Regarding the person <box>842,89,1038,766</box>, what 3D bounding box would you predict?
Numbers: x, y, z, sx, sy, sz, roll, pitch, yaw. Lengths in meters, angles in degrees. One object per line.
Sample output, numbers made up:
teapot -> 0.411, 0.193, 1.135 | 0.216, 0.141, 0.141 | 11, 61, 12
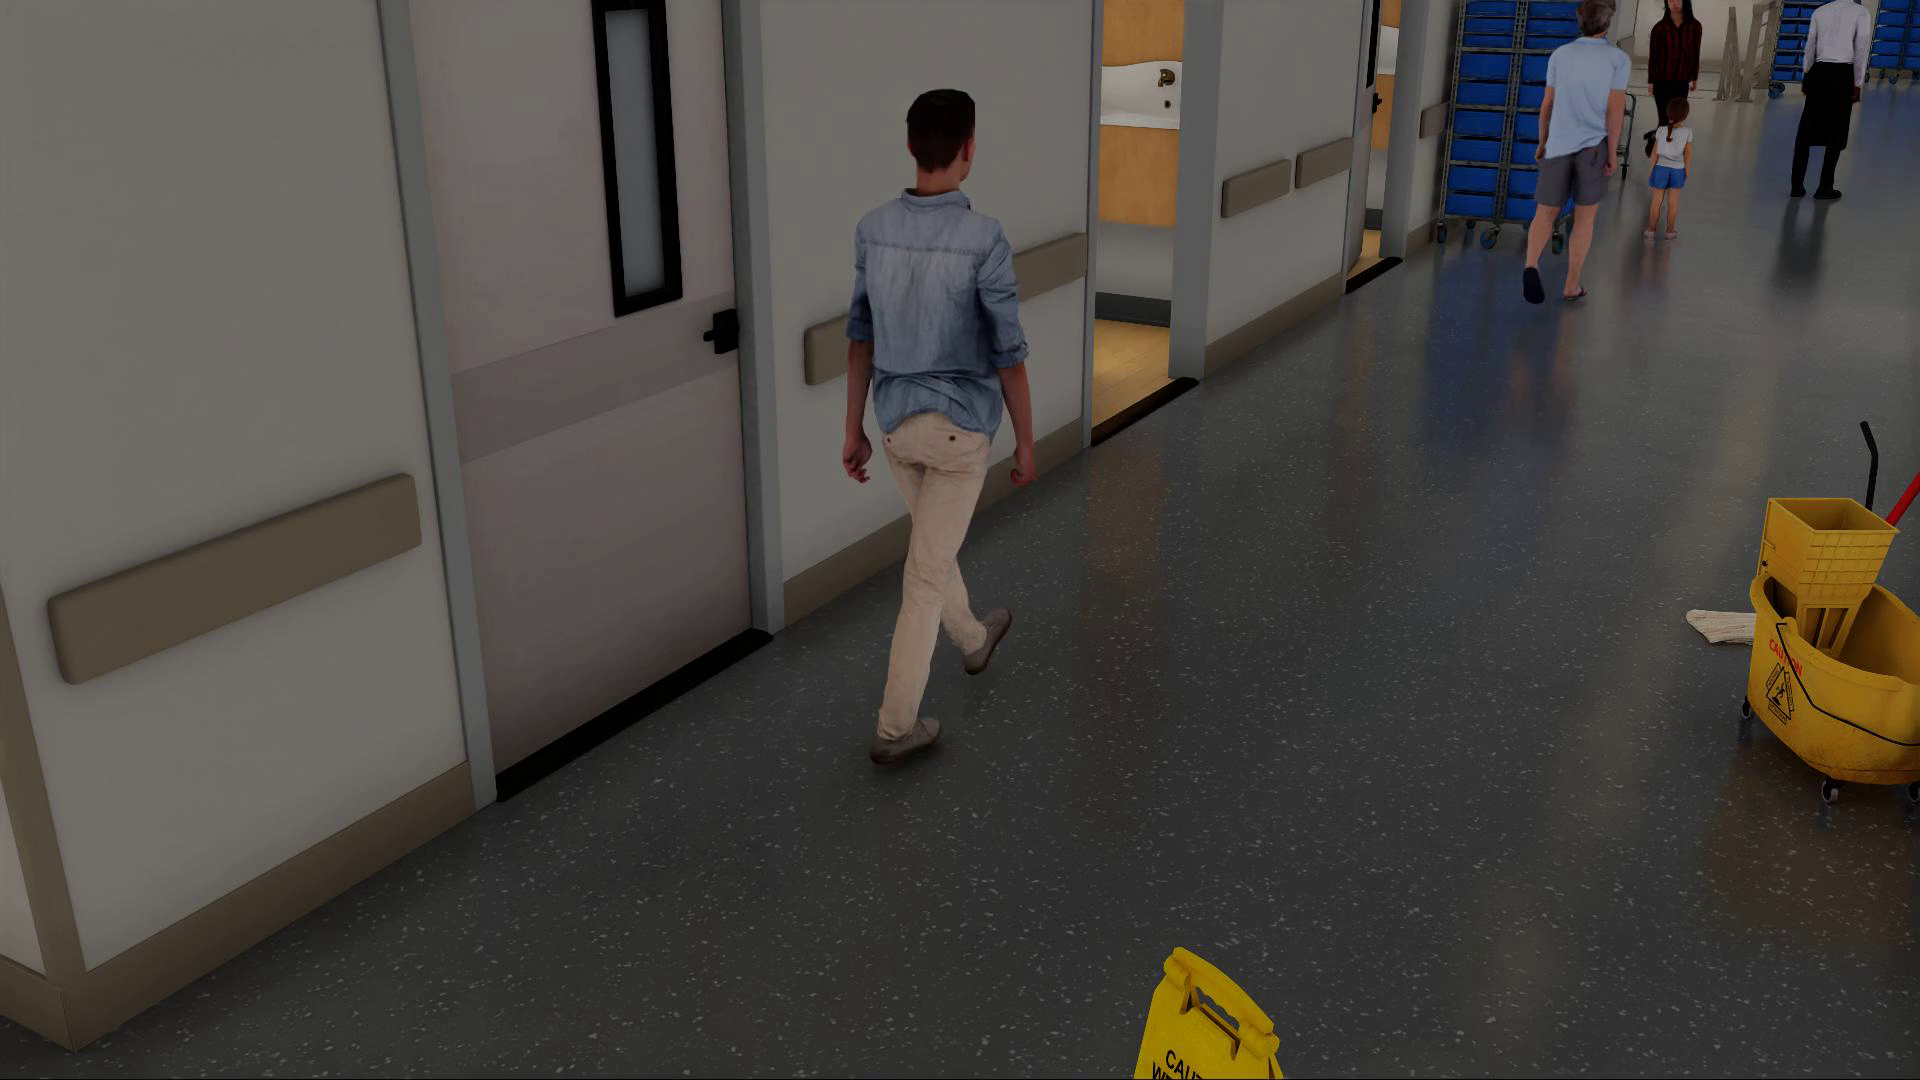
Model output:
person -> -0.125, -0.255, 4.516 | 0.712, 1.817, 1.105 | 13, 24, 31

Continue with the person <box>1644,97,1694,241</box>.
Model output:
person -> 5.173, -2.714, 12.134 | 0.435, 1.019, 0.439 | 9, 23, 22

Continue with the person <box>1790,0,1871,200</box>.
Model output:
person -> 7.209, -3.774, 13.780 | 0.638, 1.837, 0.697 | -18, 27, -40

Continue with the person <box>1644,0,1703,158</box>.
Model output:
person -> 6.374, -4.125, 14.989 | 0.841, 1.636, 0.990 | 0, 21, 1

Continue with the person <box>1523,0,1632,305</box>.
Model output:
person -> 3.618, -2.273, 9.856 | 0.674, 1.809, 1.060 | 13, 24, 31
